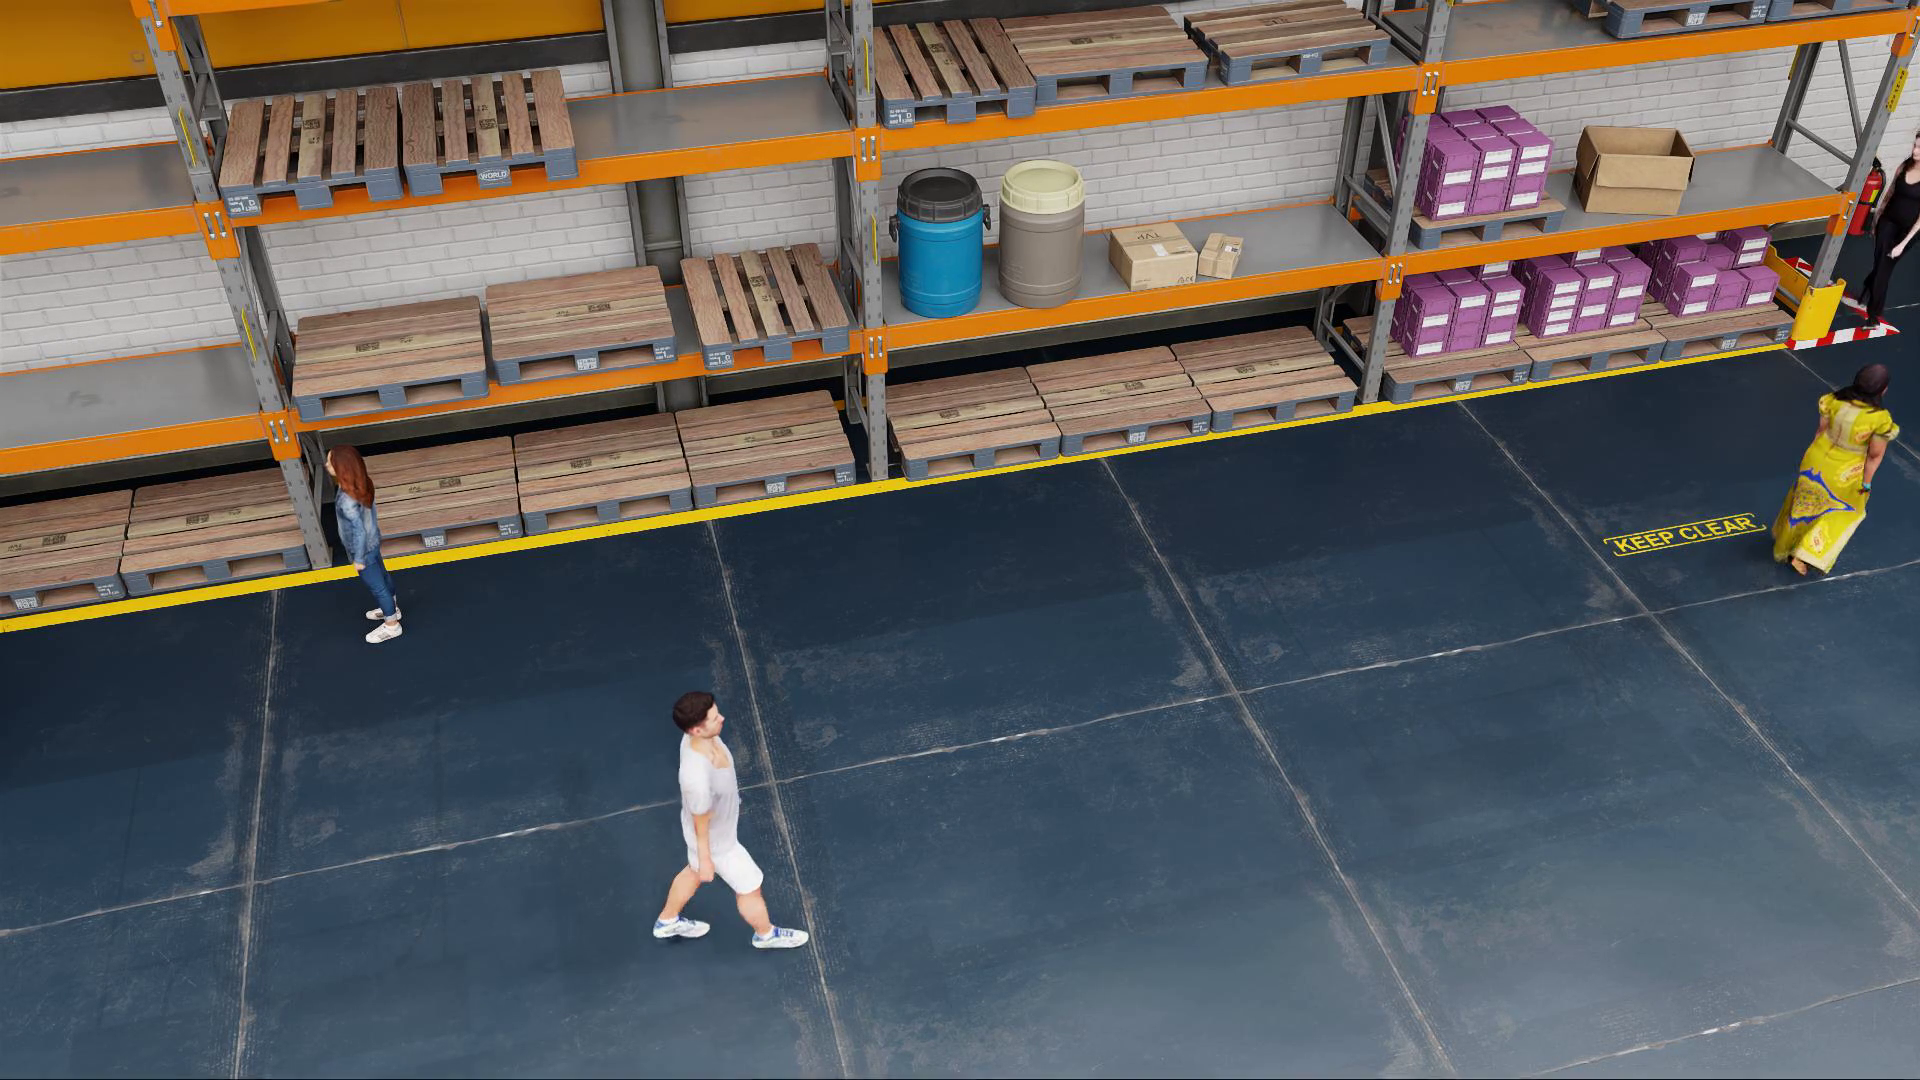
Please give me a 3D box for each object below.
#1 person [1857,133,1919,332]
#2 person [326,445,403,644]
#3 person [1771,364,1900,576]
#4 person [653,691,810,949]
[{"bbox_3d":[7.780,-2.600,13.783,1.098,1.683,0.923,-32,48,-34],"label":"person"},{"bbox_3d":[-3.824,0.005,10.687,0.497,1.477,0.563,-8,39,-10],"label":"person"},{"bbox_3d":[5.799,-0.425,11.098,1.030,1.645,0.920,-26,45,-28],"label":"person"},{"bbox_3d":[-1.366,1.480,8.559,1.092,1.827,0.767,-5,39,-6],"label":"person"}]
